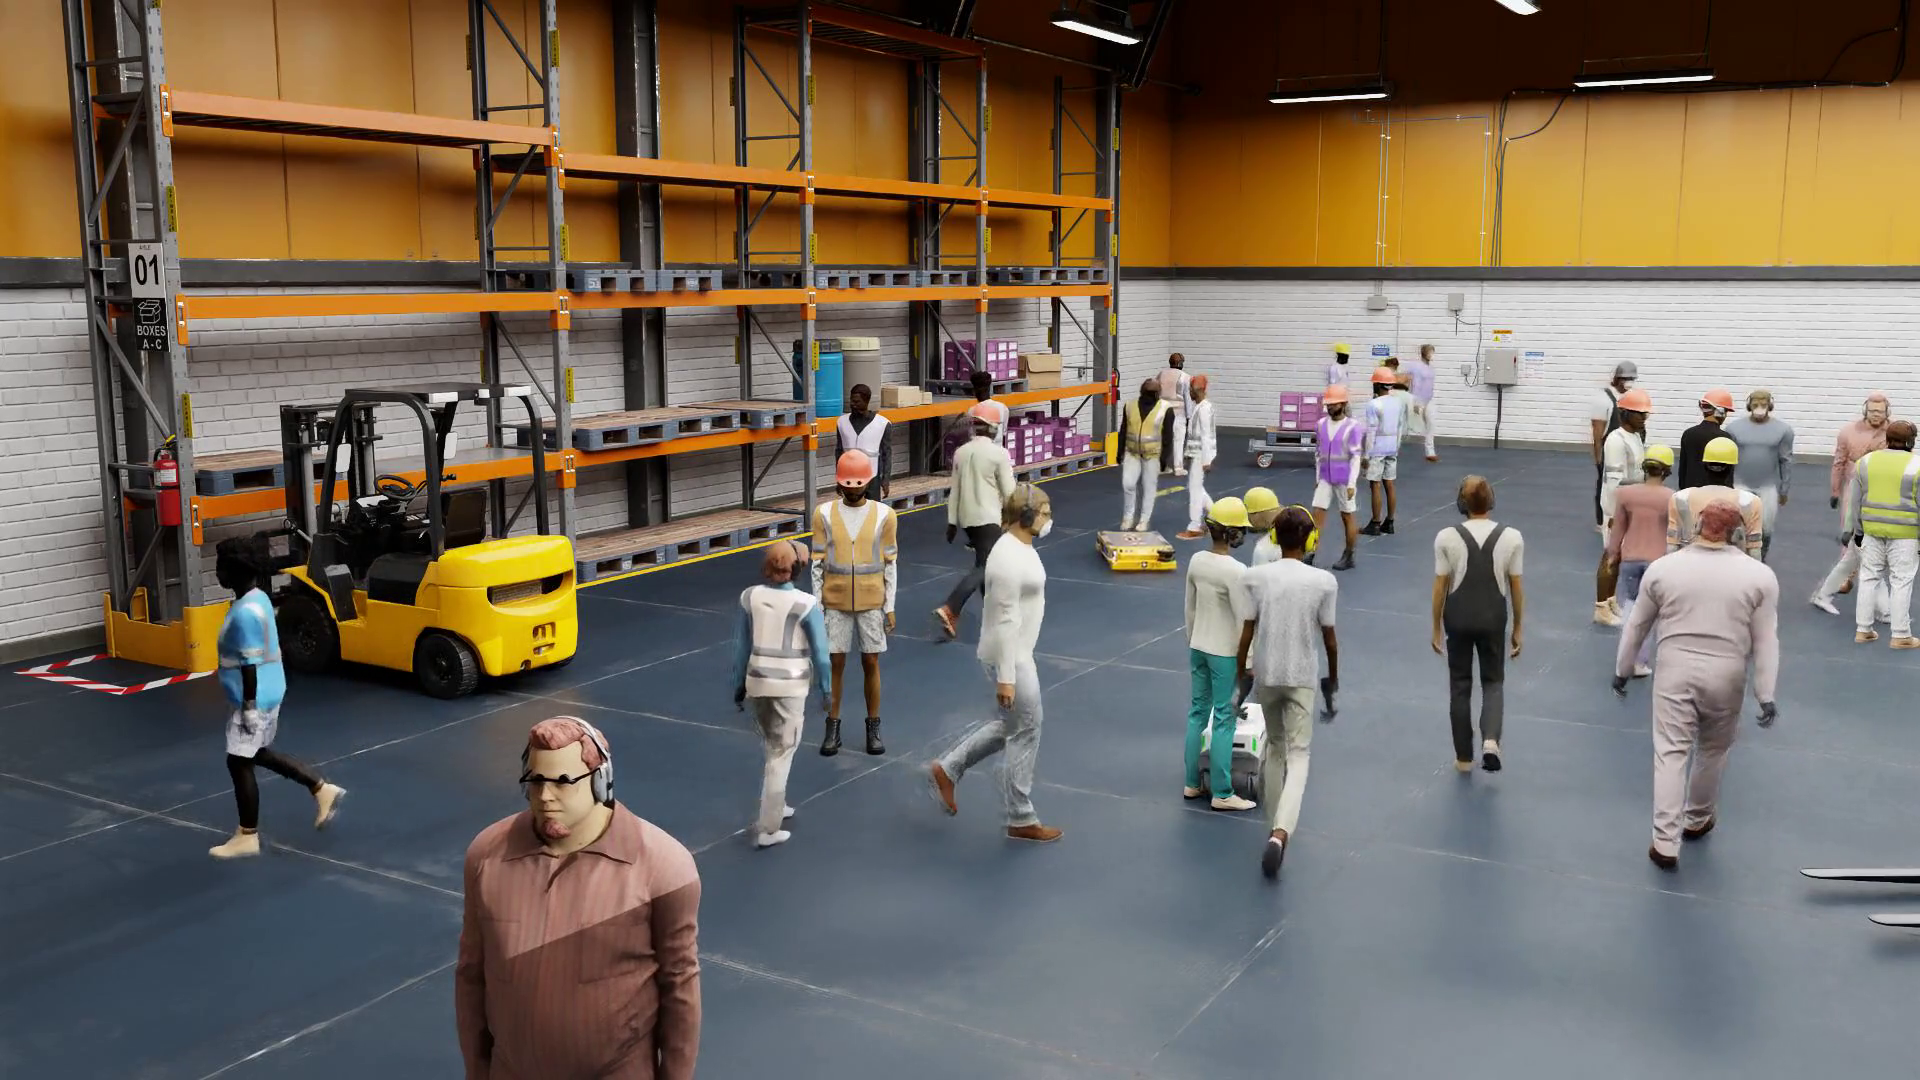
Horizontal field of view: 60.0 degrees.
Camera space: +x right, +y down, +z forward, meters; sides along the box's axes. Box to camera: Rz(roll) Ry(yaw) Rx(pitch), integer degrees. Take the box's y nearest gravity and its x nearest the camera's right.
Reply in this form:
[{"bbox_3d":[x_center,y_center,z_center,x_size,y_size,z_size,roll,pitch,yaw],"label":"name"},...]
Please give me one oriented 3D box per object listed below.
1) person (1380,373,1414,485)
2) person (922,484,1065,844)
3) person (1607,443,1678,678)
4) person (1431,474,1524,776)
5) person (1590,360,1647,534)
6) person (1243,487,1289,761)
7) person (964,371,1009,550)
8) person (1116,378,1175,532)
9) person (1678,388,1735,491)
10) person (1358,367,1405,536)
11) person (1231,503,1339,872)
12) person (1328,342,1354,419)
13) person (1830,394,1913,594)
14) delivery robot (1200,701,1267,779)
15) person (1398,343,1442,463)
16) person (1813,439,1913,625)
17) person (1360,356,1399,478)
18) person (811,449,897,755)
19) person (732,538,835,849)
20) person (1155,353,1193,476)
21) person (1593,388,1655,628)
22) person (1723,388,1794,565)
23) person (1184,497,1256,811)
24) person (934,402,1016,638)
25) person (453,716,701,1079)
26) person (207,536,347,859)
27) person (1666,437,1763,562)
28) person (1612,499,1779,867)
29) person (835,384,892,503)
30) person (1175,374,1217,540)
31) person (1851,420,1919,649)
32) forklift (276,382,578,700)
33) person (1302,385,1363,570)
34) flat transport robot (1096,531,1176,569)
[{"bbox_3d":[6.171,-1.569,23.585,0.537,1.607,0.362,8,12,43],"label":"person"},{"bbox_3d":[0.181,0.645,8.868,0.714,1.911,0.653,1,9,8],"label":"person"},{"bbox_3d":[5.140,0.153,12.408,0.557,1.746,0.465,8,12,42],"label":"person"},{"bbox_3d":[3.065,0.525,9.863,0.529,1.826,0.458,2,9,12],"label":"person"},{"bbox_3d":[7.584,-1.062,19.102,0.698,2.000,0.564,-1,9,-9],"label":"person"},{"bbox_3d":[1.904,0.530,10.210,0.452,1.706,0.523,5,10,28],"label":"person"},{"bbox_3d":[0.270,-0.863,18.119,0.374,1.959,0.603,8,12,40],"label":"person"},{"bbox_3d":[2.123,-0.977,19.301,0.693,1.808,0.550,4,10,22],"label":"person"},{"bbox_3d":[6.705,-0.362,14.909,0.391,1.986,0.609,-3,10,-17],"label":"person"},{"bbox_3d":[4.839,-1.020,19.148,0.546,1.942,0.352,-6,11,-33],"label":"person"},{"bbox_3d":[1.640,0.746,8.475,0.539,1.850,0.810,4,10,25],"label":"person"},{"bbox_3d":[6.157,-2.247,26.886,0.409,1.913,0.625,7,11,37],"label":"person"},{"bbox_3d":[8.533,-0.417,15.586,0.675,1.878,0.732,5,10,26],"label":"person"},{"bbox_3d":[1.608,1.133,9.735,0.477,0.478,0.707,2,9,15],"label":"delivery robot"},{"bbox_3d":[7.339,-2.203,26.643,0.629,1.916,0.868,-7,12,-38],"label":"person"},{"bbox_3d":[7.864,-0.087,14.433,0.523,1.588,0.898,-7,11,-36],"label":"person"},{"bbox_3d":[6.134,-1.753,24.085,0.455,1.829,0.643,-9,13,-44],"label":"person"},{"bbox_3d":[-0.660,0.391,10.388,0.542,1.930,0.367,0,9,-2],"label":"person"},{"bbox_3d":[-0.905,0.792,8.828,0.533,1.613,0.656,5,11,30],"label":"person"},{"bbox_3d":[3.210,-1.876,24.851,0.621,1.836,0.431,7,12,38],"label":"person"},{"bbox_3d":[5.684,-0.277,14.205,0.392,2.040,0.611,7,11,36],"label":"person"},{"bbox_3d":[7.650,-0.511,16.023,0.629,1.927,0.530,4,10,24],"label":"person"},{"bbox_3d":[1.479,0.635,9.374,0.326,1.765,0.533,-5,10,-27],"label":"person"},{"bbox_3d":[0.123,-0.170,13.838,0.939,1.954,0.610,-8,12,-40],"label":"person"},{"bbox_3d":[-0.988,1.382,4.267,0.638,1.910,0.407,1,9,5],"label":"person"},{"bbox_3d":[-3.584,0.803,8.604,0.595,1.681,0.535,-2,9,-15],"label":"person"},{"bbox_3d":[5.020,0.277,11.110,0.594,1.927,0.375,5,10,27],"label":"person"},{"bbox_3d":[3.793,0.708,8.601,0.782,1.852,0.930,5,10,27],"label":"person"},{"bbox_3d":[-0.965,-0.612,16.687,0.590,1.916,0.399,3,10,20],"label":"person"},{"bbox_3d":[2.770,-0.946,18.916,0.553,1.874,0.607,1,9,4],"label":"person"},{"bbox_3d":[7.525,-0.050,13.411,0.429,1.841,0.634,-6,11,-33],"label":"person"},{"bbox_3d":[-3.974,-0.067,12.417,2.313,2.155,1.214,5,11,30],"label":"forklift"},{"bbox_3d":[3.708,-0.597,16.647,0.574,1.891,0.949,9,13,44],"label":"person"},{"bbox_3d":[1.826,0.094,17.395,0.652,0.197,1.431,0,9,-2],"label":"flat transport robot"}]
